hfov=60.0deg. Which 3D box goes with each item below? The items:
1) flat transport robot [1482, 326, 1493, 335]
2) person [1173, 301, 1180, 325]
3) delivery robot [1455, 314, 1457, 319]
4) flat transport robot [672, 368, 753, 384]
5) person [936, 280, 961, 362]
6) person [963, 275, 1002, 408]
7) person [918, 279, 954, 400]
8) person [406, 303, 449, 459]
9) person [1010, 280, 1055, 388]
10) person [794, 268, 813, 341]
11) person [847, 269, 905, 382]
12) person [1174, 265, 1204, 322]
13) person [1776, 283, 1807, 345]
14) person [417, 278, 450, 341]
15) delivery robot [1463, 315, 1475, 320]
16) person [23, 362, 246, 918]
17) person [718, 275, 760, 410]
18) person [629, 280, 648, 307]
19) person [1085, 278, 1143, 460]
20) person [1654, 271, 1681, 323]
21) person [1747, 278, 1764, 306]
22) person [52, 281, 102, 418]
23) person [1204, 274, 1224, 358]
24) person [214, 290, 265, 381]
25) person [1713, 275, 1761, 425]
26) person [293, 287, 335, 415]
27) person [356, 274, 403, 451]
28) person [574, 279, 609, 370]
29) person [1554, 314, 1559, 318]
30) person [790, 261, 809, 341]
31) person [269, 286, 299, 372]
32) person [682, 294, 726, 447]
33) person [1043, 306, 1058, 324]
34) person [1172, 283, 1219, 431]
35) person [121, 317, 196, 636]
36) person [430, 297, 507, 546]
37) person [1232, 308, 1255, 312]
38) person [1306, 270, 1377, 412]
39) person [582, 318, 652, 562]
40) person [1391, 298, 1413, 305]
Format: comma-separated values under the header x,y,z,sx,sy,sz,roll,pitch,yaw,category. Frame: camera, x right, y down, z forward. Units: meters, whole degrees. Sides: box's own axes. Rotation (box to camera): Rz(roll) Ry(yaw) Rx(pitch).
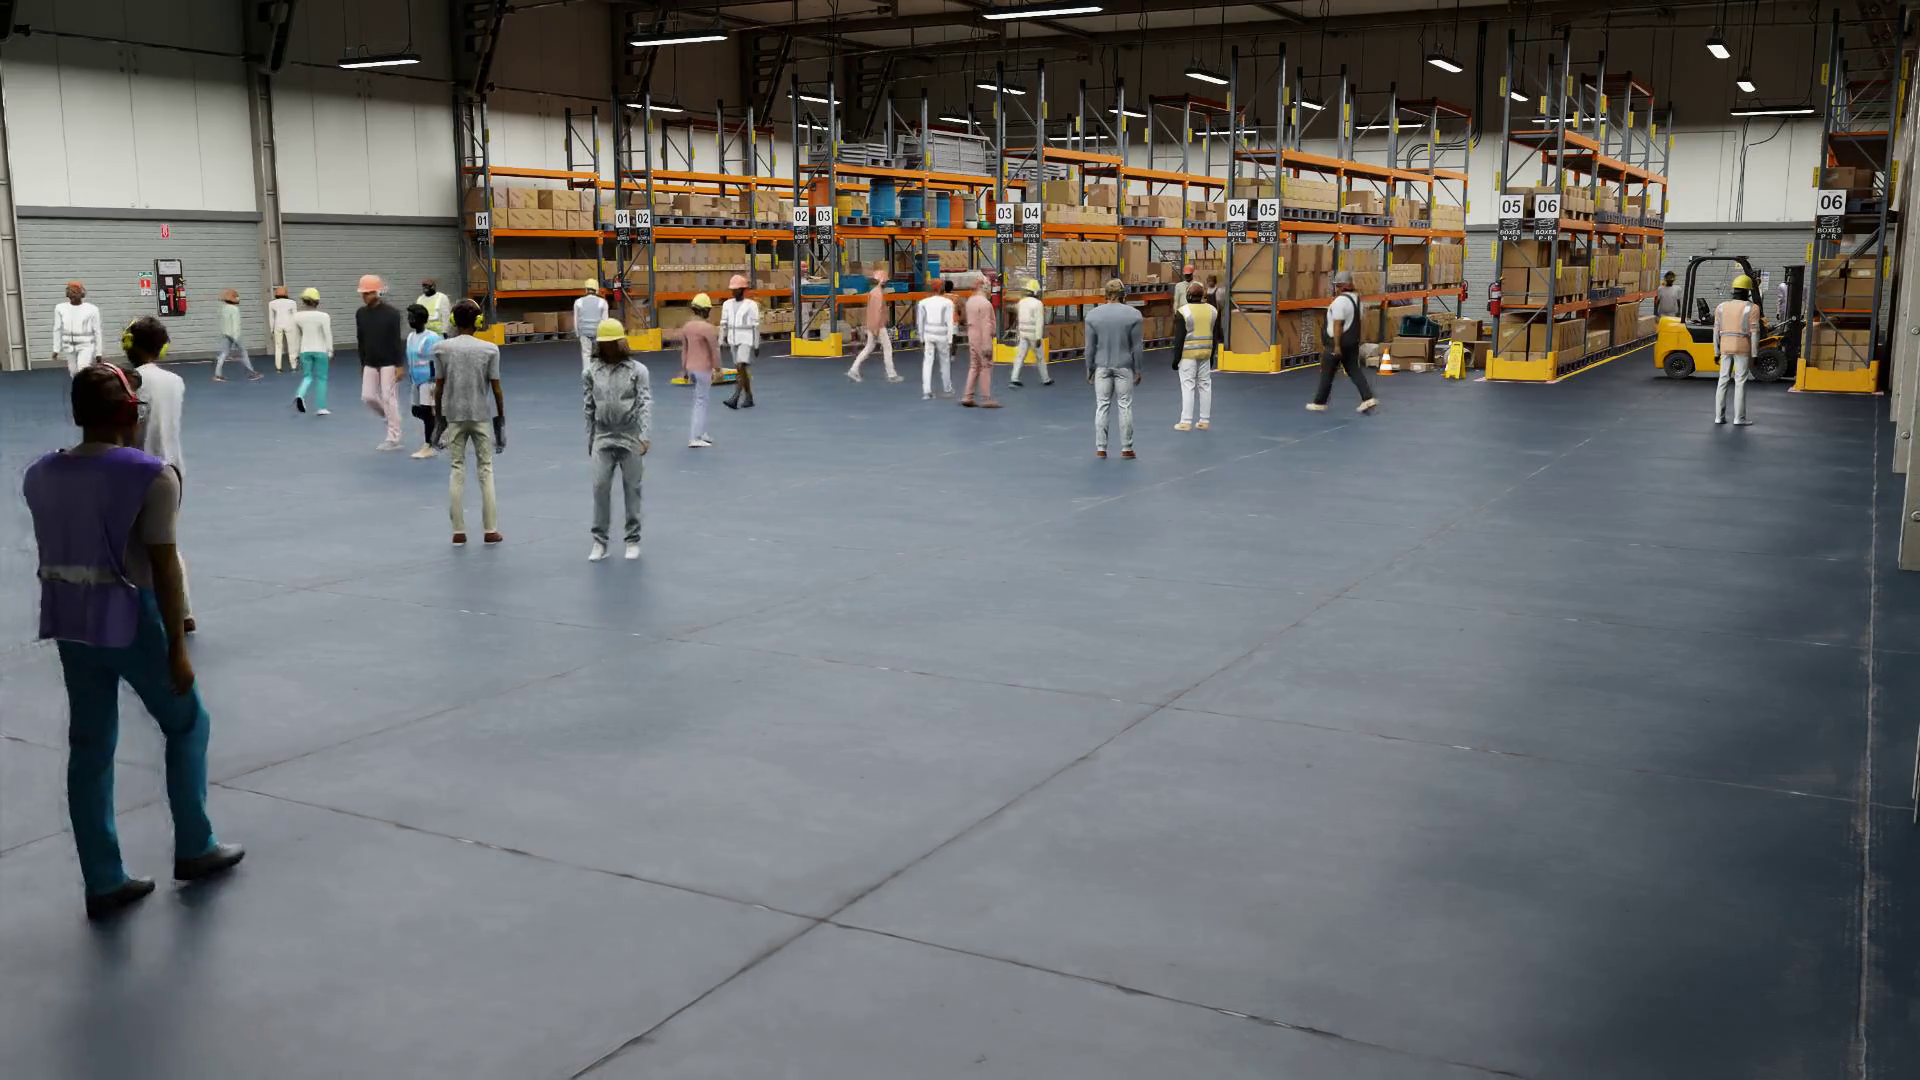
x,y,z,sx,sy,sz,roll,pitch,yaw,category
14.576,-5.767,45.776,0.652,0.197,1.431,1,10,5,flat transport robot
5.008,-4.866,36.598,0.521,1.611,0.749,7,12,35,person
13.771,-6.026,46.190,0.477,0.478,0.707,0,10,-3,delivery robot
-4.221,-2.805,28.436,0.652,0.197,1.431,5,11,29,flat transport robot
-0.253,-4.531,34.460,0.542,1.670,0.761,-2,10,-14,person
0.322,-2.835,23.877,0.417,1.916,0.664,-4,10,-22,person
-0.355,-3.068,25.421,0.601,1.830,0.977,3,10,19,person
-5.729,-1.723,17.981,0.532,1.680,0.556,8,12,39,person
1.166,-3.388,27.434,0.924,1.786,0.611,-9,13,-42,person
-3.605,-5.386,38.770,0.403,1.904,0.652,-7,12,-34,person
-1.494,-3.703,28.801,0.955,1.957,0.603,-4,10,-20,person
4.749,-4.716,34.588,0.621,1.990,0.399,3,10,17,person
18.454,-5.079,36.938,0.588,1.918,0.394,5,11,28,person
-8.970,-3.576,28.472,0.629,1.816,0.882,2,10,13,person
13.820,-5.919,45.560,0.707,0.478,0.477,-1,10,-8,delivery robot
-2.774,0.310,5.642,0.606,1.819,0.736,2,10,12,person
-3.193,-2.800,23.667,0.555,1.890,0.971,5,11,27,person
-8.412,-6.223,43.536,0.627,1.945,0.470,7,12,34,person
1.646,-1.821,17.813,0.628,1.936,0.377,2,10,14,person
15.197,-4.843,35.750,0.501,1.847,0.487,5,11,26,person
19.385,-5.571,40.630,0.519,1.640,0.307,-2,10,-12,person
-11.984,-2.608,22.691,0.570,1.858,0.913,0,10,-2,person
5.362,-4.764,35.462,0.941,1.785,0.515,-9,13,-43,person
-12.704,-3.577,29.100,0.519,1.581,0.877,8,13,40,person
10.018,-2.439,21.453,0.366,1.926,0.594,-8,12,-38,person
-8.819,-2.555,22.648,0.530,1.753,0.505,1,10,5,person
-6.500,-1.990,18.694,0.629,1.974,0.563,4,10,20,person
-6.141,-3.459,27.833,0.594,1.785,0.914,-1,10,-4,person
16.377,-6.658,45.973,0.633,1.985,1.044,-7,12,-36,person
-3.887,-5.822,40.916,0.605,2.045,0.376,8,12,38,person
-12.704,-3.959,31.252,0.500,1.626,0.302,-2,10,-12,person
-2.905,-1.934,19.039,0.529,1.750,0.591,9,13,43,person
1.914,-5.208,37.667,0.625,1.934,0.363,0,10,0,person
2.922,-2.288,20.817,0.619,1.845,0.430,-5,11,-26,person
-4.560,-0.325,9.340,0.349,1.830,0.580,3,10,15,person
-3.713,-0.884,12.531,0.565,1.868,0.321,-1,10,-8,person
5.962,-4.746,35.124,0.614,1.862,0.987,5,11,27,person
5.399,-2.804,23.257,1.007,2.000,0.693,9,13,43,person
-2.455,-0.715,11.912,0.502,1.737,0.368,0,10,0,person
12.292,-6.676,46.339,0.669,1.892,0.550,8,12,38,person
